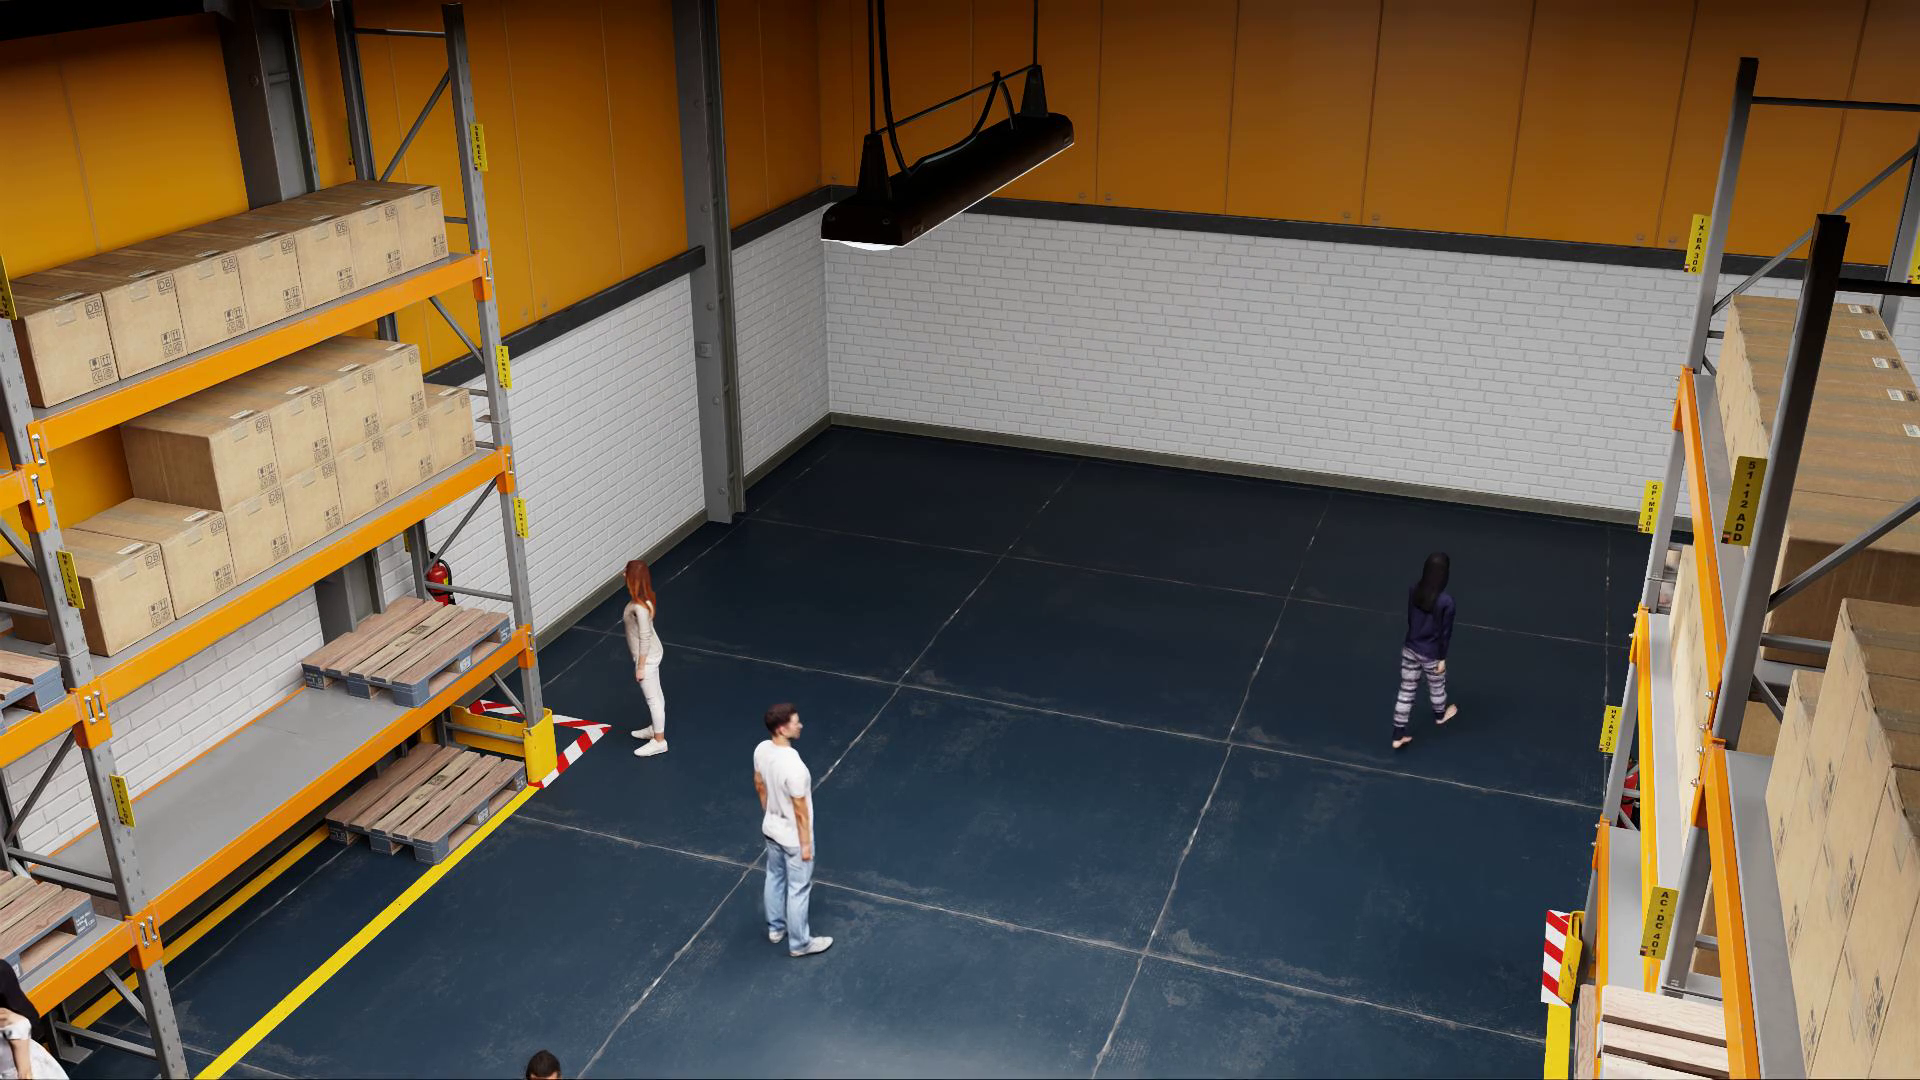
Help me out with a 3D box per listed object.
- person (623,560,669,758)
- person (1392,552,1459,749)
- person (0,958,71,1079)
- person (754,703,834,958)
[{"bbox_3d":[-2.557,0.943,13.623,0.738,1.713,0.632,-3,24,-6],"label":"person"},{"bbox_3d":[3.767,0.932,13.674,1.136,1.694,0.934,-20,31,-38],"label":"person"},{"bbox_3d":[-4.987,2.971,8.915,0.801,1.769,0.776,-18,29,-35],"label":"person"},{"bbox_3d":[-1.158,1.936,11.167,0.750,1.862,0.758,-19,30,-36],"label":"person"}]
